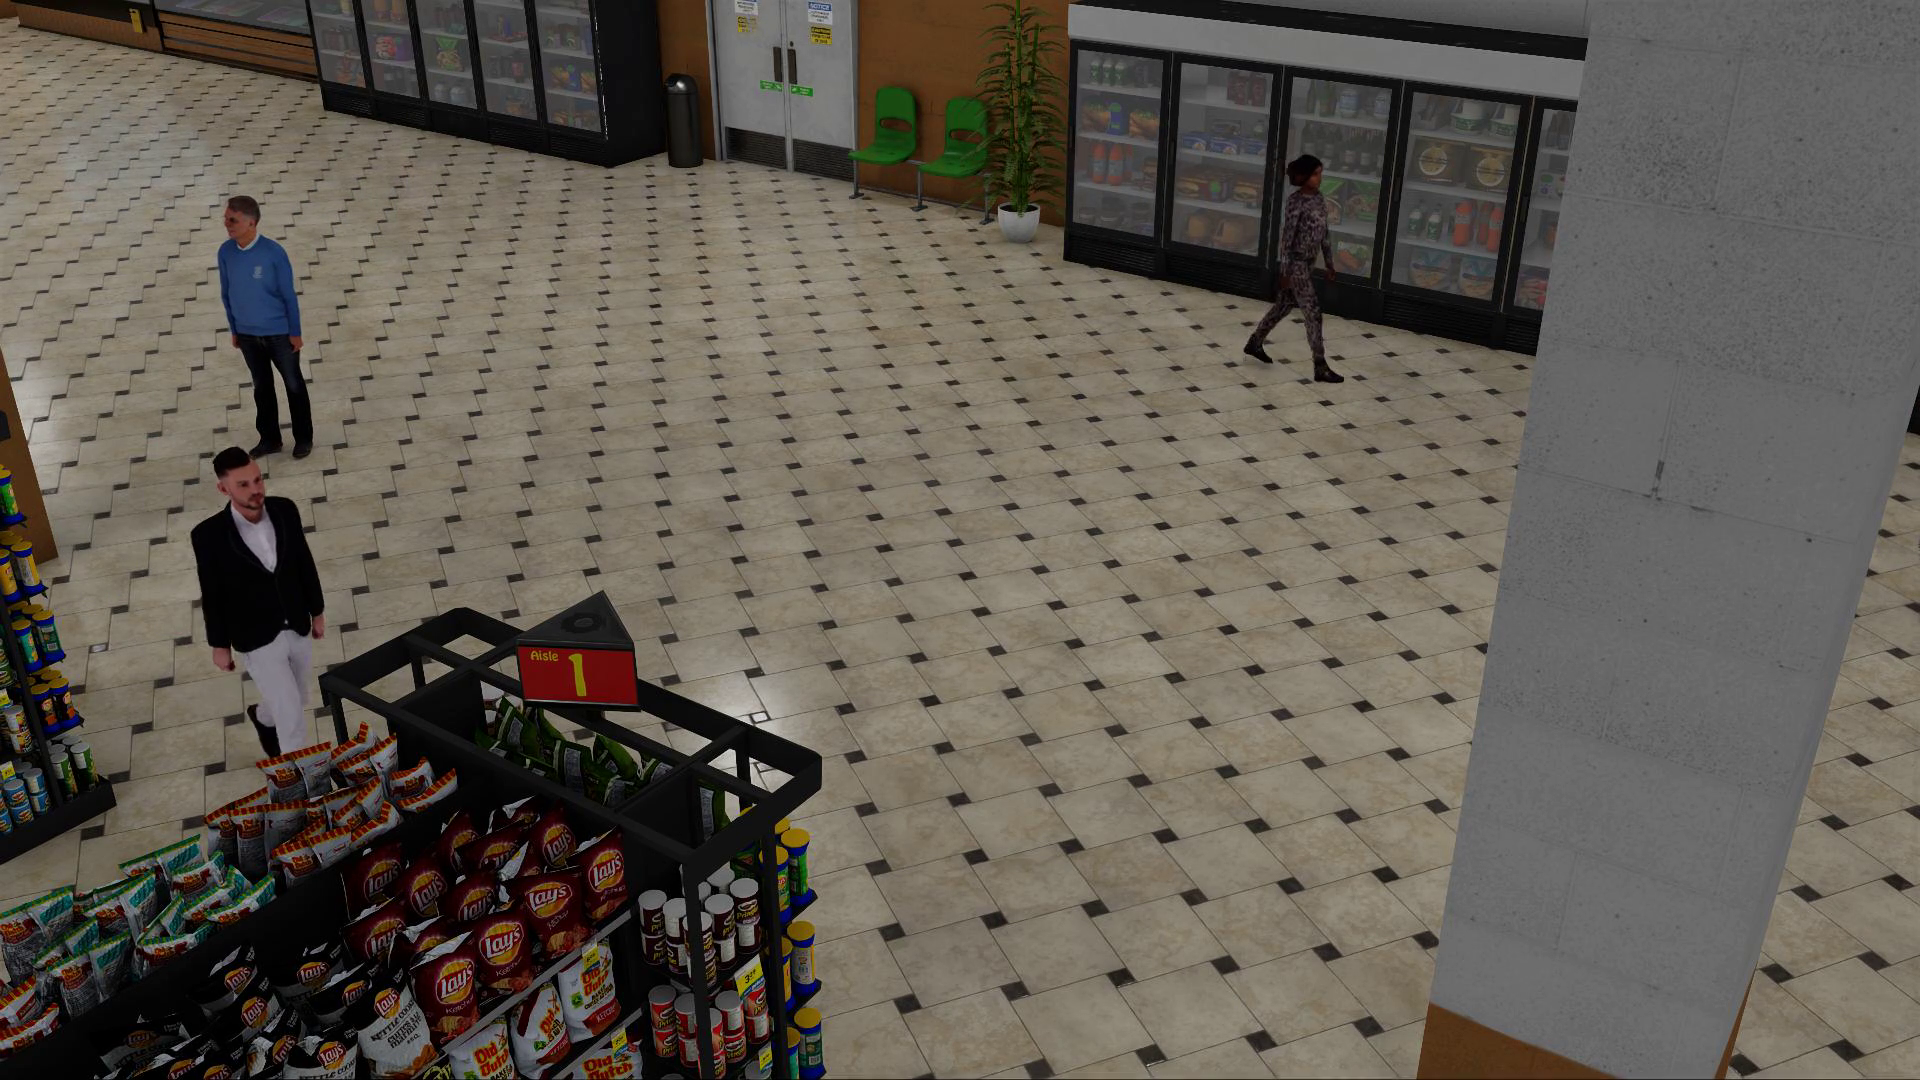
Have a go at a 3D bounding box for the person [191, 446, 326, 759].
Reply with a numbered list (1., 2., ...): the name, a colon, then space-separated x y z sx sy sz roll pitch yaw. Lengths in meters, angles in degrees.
1. person: -3.156 0.404 7.521 0.790 1.813 1.087 21 33 35

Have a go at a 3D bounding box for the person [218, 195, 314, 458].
1. person: -4.654 -1.438 11.153 0.736 1.813 0.732 3 27 6

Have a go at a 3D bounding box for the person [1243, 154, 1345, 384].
1. person: 2.482 -2.042 12.503 0.754 1.670 1.105 23 35 38
